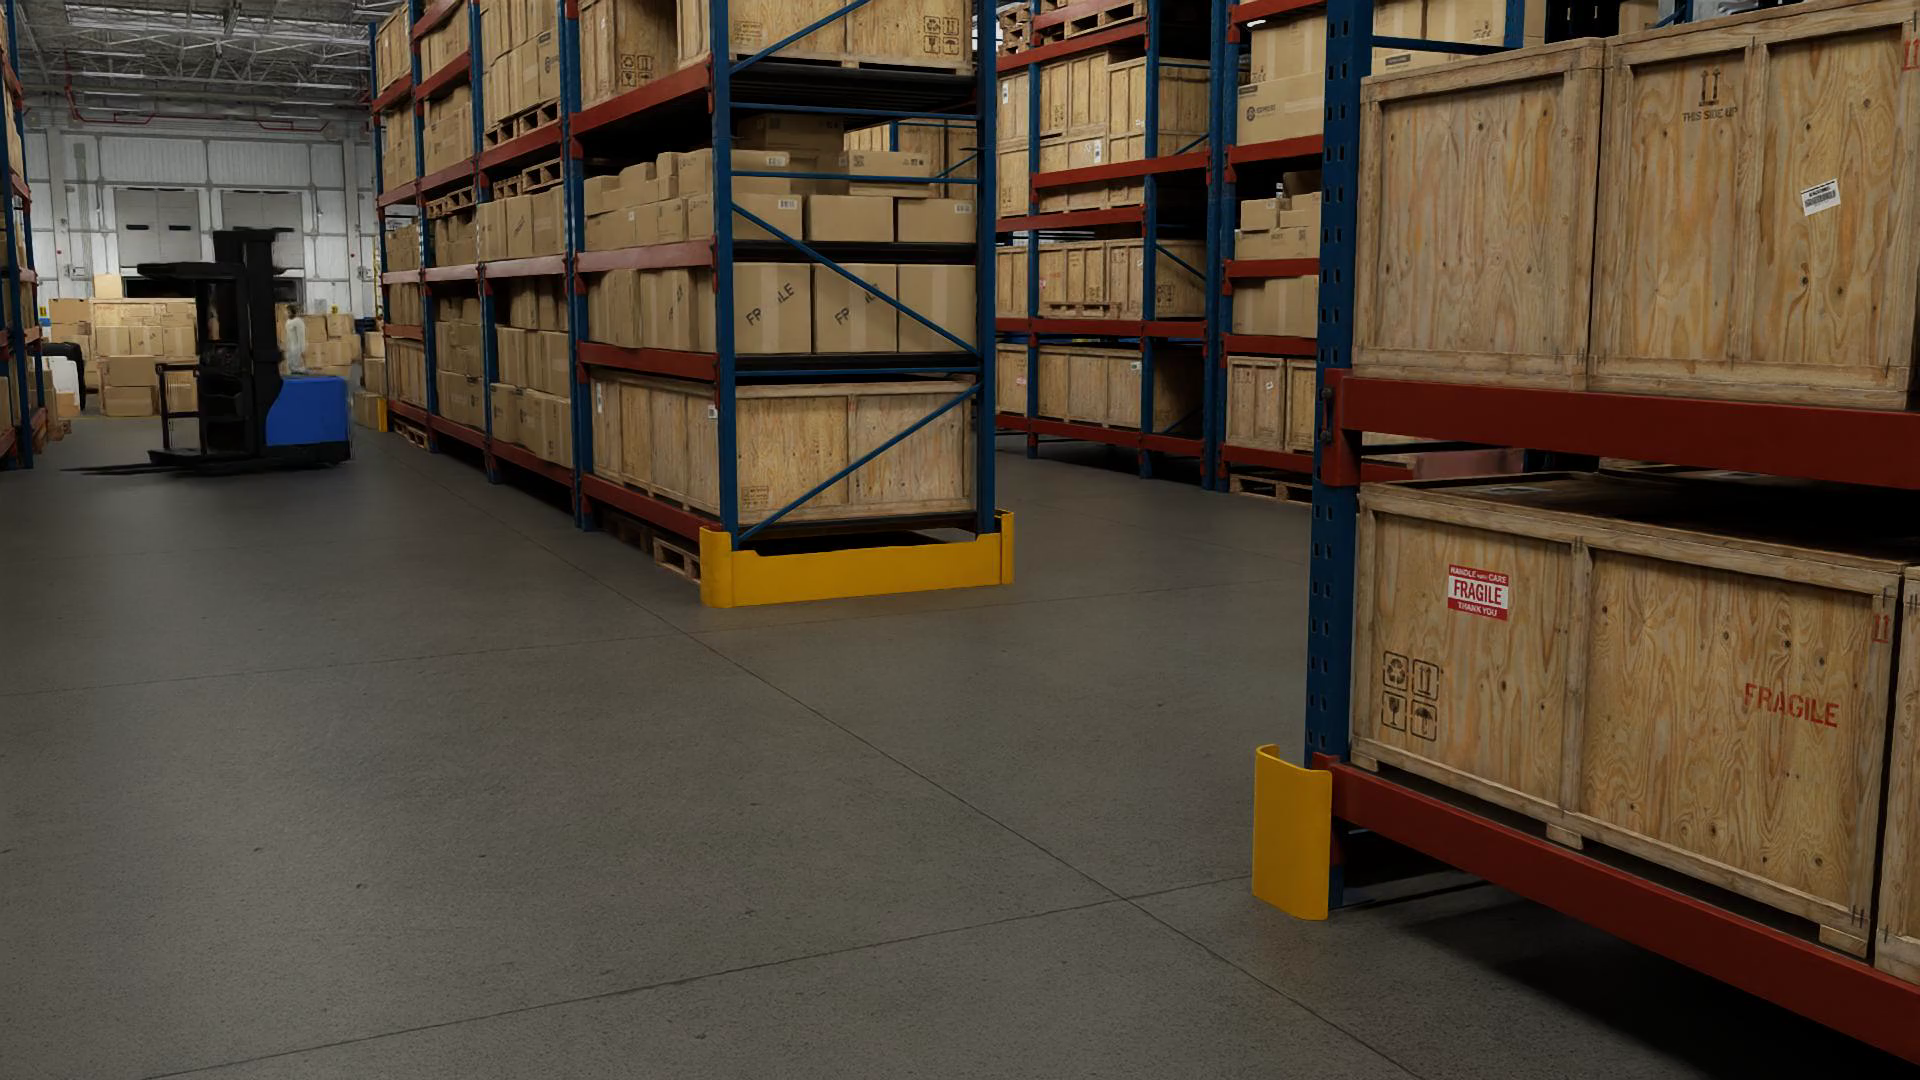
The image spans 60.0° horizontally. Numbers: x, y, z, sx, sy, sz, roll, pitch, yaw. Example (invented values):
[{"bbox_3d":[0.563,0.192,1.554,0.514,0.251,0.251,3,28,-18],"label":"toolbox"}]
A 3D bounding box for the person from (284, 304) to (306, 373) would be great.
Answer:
[{"bbox_3d":[-13.884,-3.973,34.763,0.499,1.923,0.633,-7,11,-41],"label":"person"}]

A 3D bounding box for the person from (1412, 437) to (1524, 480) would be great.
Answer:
[{"bbox_3d":[2.380,-0.045,7.898,1.014,1.852,0.670,-8,11,-43],"label":"person"}]

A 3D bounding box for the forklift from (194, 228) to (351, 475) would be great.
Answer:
[{"bbox_3d":[-8.335,-2.242,19.551,1.129,2.768,1.873,7,11,42],"label":"forklift"}]
